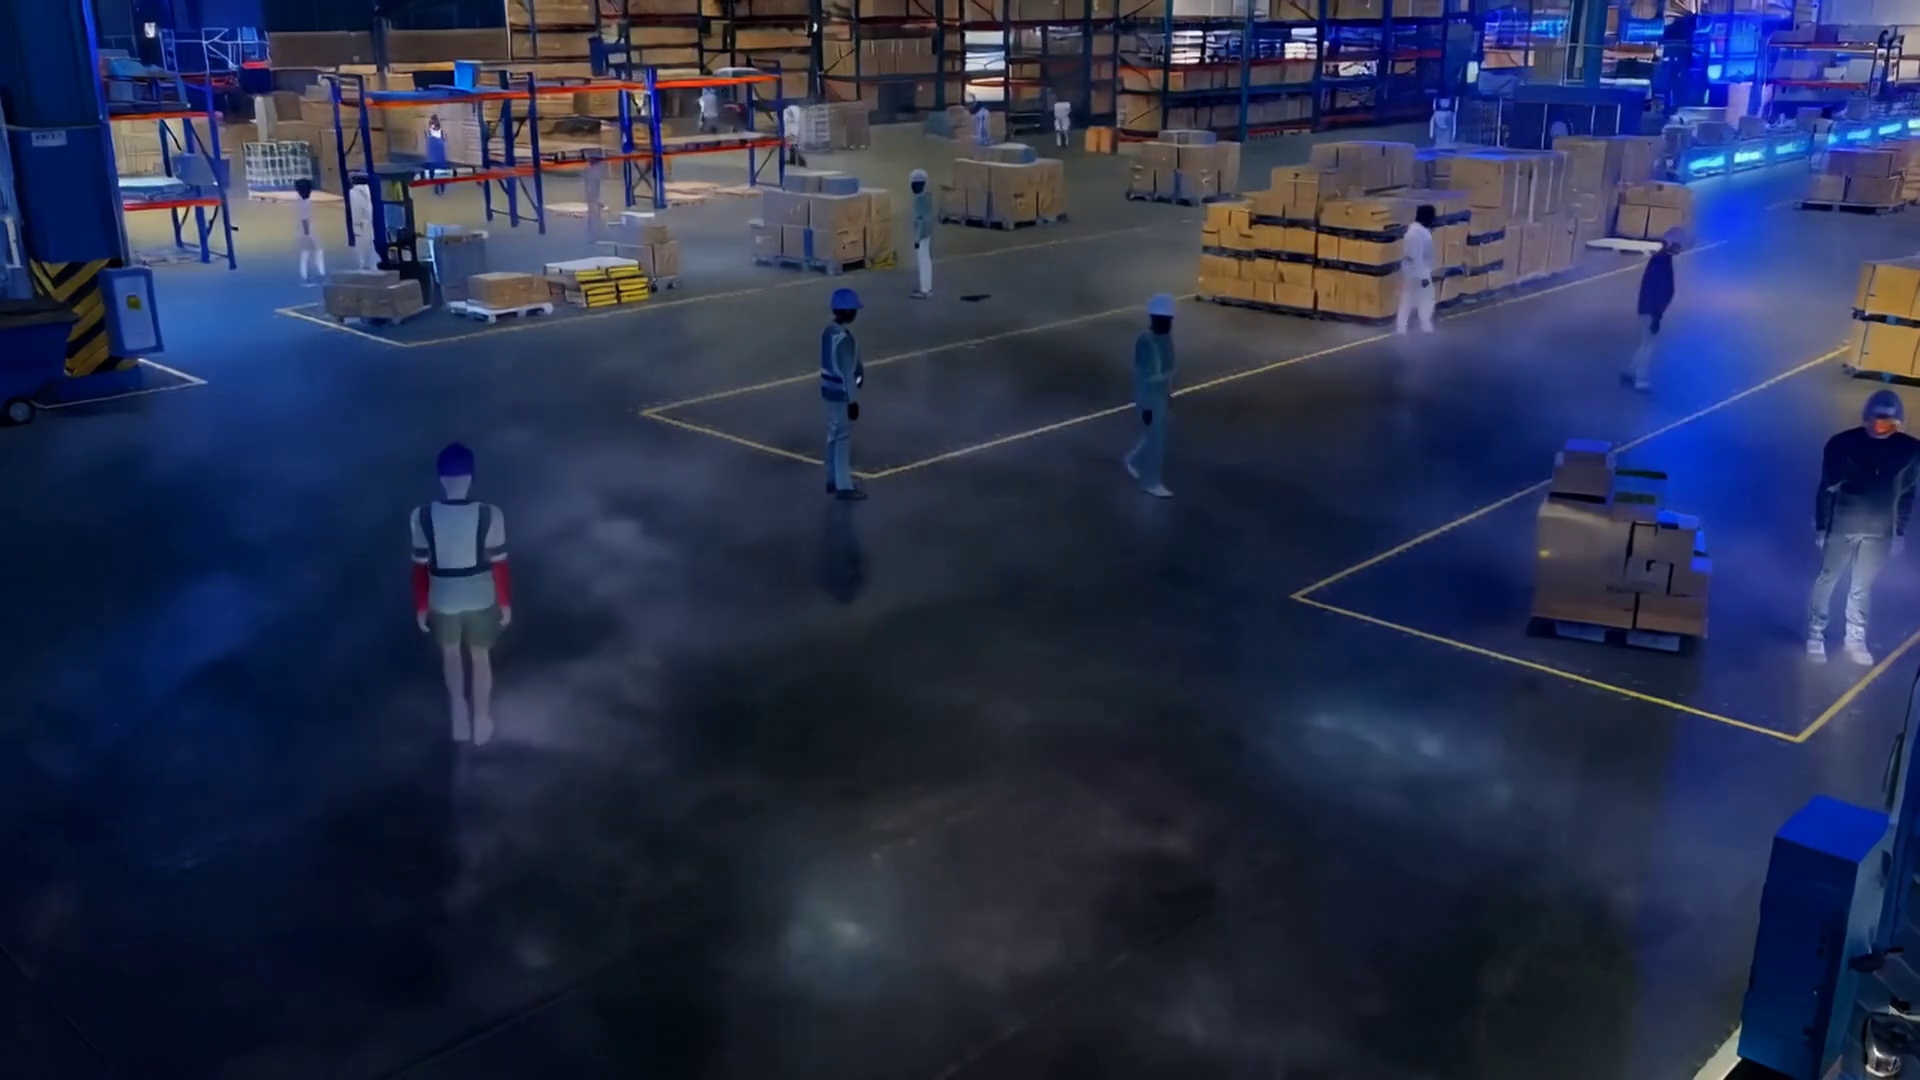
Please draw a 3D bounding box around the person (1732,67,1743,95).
[{"bbox_3d":[30.453,-17.695,65.089,0.746,1.605,0.502,-8,20,-23],"label":"person"}]

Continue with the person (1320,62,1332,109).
[{"bbox_3d":[13.535,-16.699,61.566,0.632,1.940,0.372,-11,21,-31],"label":"person"}]

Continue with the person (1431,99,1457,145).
[{"bbox_3d":[12.553,-10.475,43.039,0.618,1.784,0.922,-2,18,-5],"label":"person"}]

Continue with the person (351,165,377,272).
[{"bbox_3d":[-9.888,-5.345,27.665,0.313,1.741,0.487,3,19,8],"label":"person"}]

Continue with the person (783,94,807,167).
[{"bbox_3d":[-4.379,-10.810,43.909,0.989,1.896,0.559,14,23,35],"label":"person"}]

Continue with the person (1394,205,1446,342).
[{"bbox_3d":[6.187,-3.511,22.035,0.761,1.819,0.630,9,20,25],"label":"person"}]

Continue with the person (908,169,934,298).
[{"bbox_3d":[-0.598,-4.652,25.286,0.385,1.928,0.589,3,19,10],"label":"person"}]

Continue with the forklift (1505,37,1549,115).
[{"bbox_3d":[21.020,-16.854,60.559,1.873,2.768,1.129,2,18,6],"label":"forklift"}]

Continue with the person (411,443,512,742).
[{"bbox_3d":[-3.041,0.355,10.202,0.570,1.919,0.461,-3,19,-10],"label":"person"}]

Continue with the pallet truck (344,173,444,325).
[{"bbox_3d":[-8.209,-4.181,23.757,0.823,1.965,1.885,3,19,9],"label":"pallet truck"}]

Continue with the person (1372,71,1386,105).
[{"bbox_3d":[15.513,-16.495,61.445,0.993,1.621,0.516,-2,18,-6],"label":"person"}]

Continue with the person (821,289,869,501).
[{"bbox_3d":[-1.064,-1.334,15.258,0.406,1.945,0.613,-7,20,-21],"label":"person"}]

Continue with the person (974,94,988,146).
[{"bbox_3d":[0.540,-10.542,43.017,0.376,1.936,0.549,-2,18,-5],"label":"person"}]

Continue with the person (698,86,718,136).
[{"bbox_3d":[-7.446,-12.420,48.728,1.041,1.897,0.632,13,22,34],"label":"person"}]

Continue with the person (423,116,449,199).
[{"bbox_3d":[-11.751,-8.617,37.418,0.514,1.822,0.790,-1,18,-4],"label":"person"}]

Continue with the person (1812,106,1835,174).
[{"bbox_3d":[21.909,-10.154,42.228,0.435,1.682,0.552,-16,24,-40],"label":"person"}]

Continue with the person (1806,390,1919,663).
[{"bbox_3d":[6.247,-0.089,11.521,0.628,1.940,0.373,3,19,8],"label":"person"}]

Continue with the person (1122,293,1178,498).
[{"bbox_3d":[1.770,-1.341,15.340,0.488,1.908,0.607,11,22,31],"label":"person"}]

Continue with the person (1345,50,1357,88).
[{"bbox_3d":[17.620,-21.068,74.816,0.989,1.894,0.563,-12,22,-32],"label":"person"}]

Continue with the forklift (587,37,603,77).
[{"bbox_3d":[-13.413,-17.166,61.501,1.873,2.768,1.129,-6,19,-17],"label":"forklift"}]

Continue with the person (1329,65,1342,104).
[{"bbox_3d":[15.127,-18.530,67.167,0.647,1.881,0.645,-8,20,-23],"label":"person"}]

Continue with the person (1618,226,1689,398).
[{"bbox_3d":[7.969,-2.629,19.131,0.566,1.966,0.733,6,19,18],"label":"person"}]

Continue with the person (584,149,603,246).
[{"bbox_3d":[-6.663,-6.252,30.373,0.330,1.761,0.535,3,19,10],"label":"person"}]

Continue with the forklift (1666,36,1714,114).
[{"bbox_3d":[27.341,-17.291,61.877,1.129,2.768,1.873,17,25,41],"label":"forklift"}]

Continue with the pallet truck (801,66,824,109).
[{"bbox_3d":[-4.812,-15.182,56.903,0.823,1.965,1.885,-9,21,-26],"label":"pallet truck"}]

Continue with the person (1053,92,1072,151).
[{"bbox_3d":[2.982,-12.159,48.283,0.542,1.682,0.529,5,19,15],"label":"person"}]

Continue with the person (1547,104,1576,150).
[{"bbox_3d":[13.754,-8.958,38.083,0.698,2.000,0.636,-13,23,-35],"label":"person"}]

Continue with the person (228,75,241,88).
[{"bbox_3d":[-23.310,-14.108,53.841,0.608,1.887,0.674,-6,19,-17],"label":"person"}]

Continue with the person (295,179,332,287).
[{"bbox_3d":[-10.184,-4.844,26.241,0.656,1.671,0.557,-10,21,-28],"label":"person"}]

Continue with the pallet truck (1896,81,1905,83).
[{"bbox_3d":[34.802,-16.331,61.455,0.653,1.274,1.630,17,25,41],"label":"pallet truck"}]
